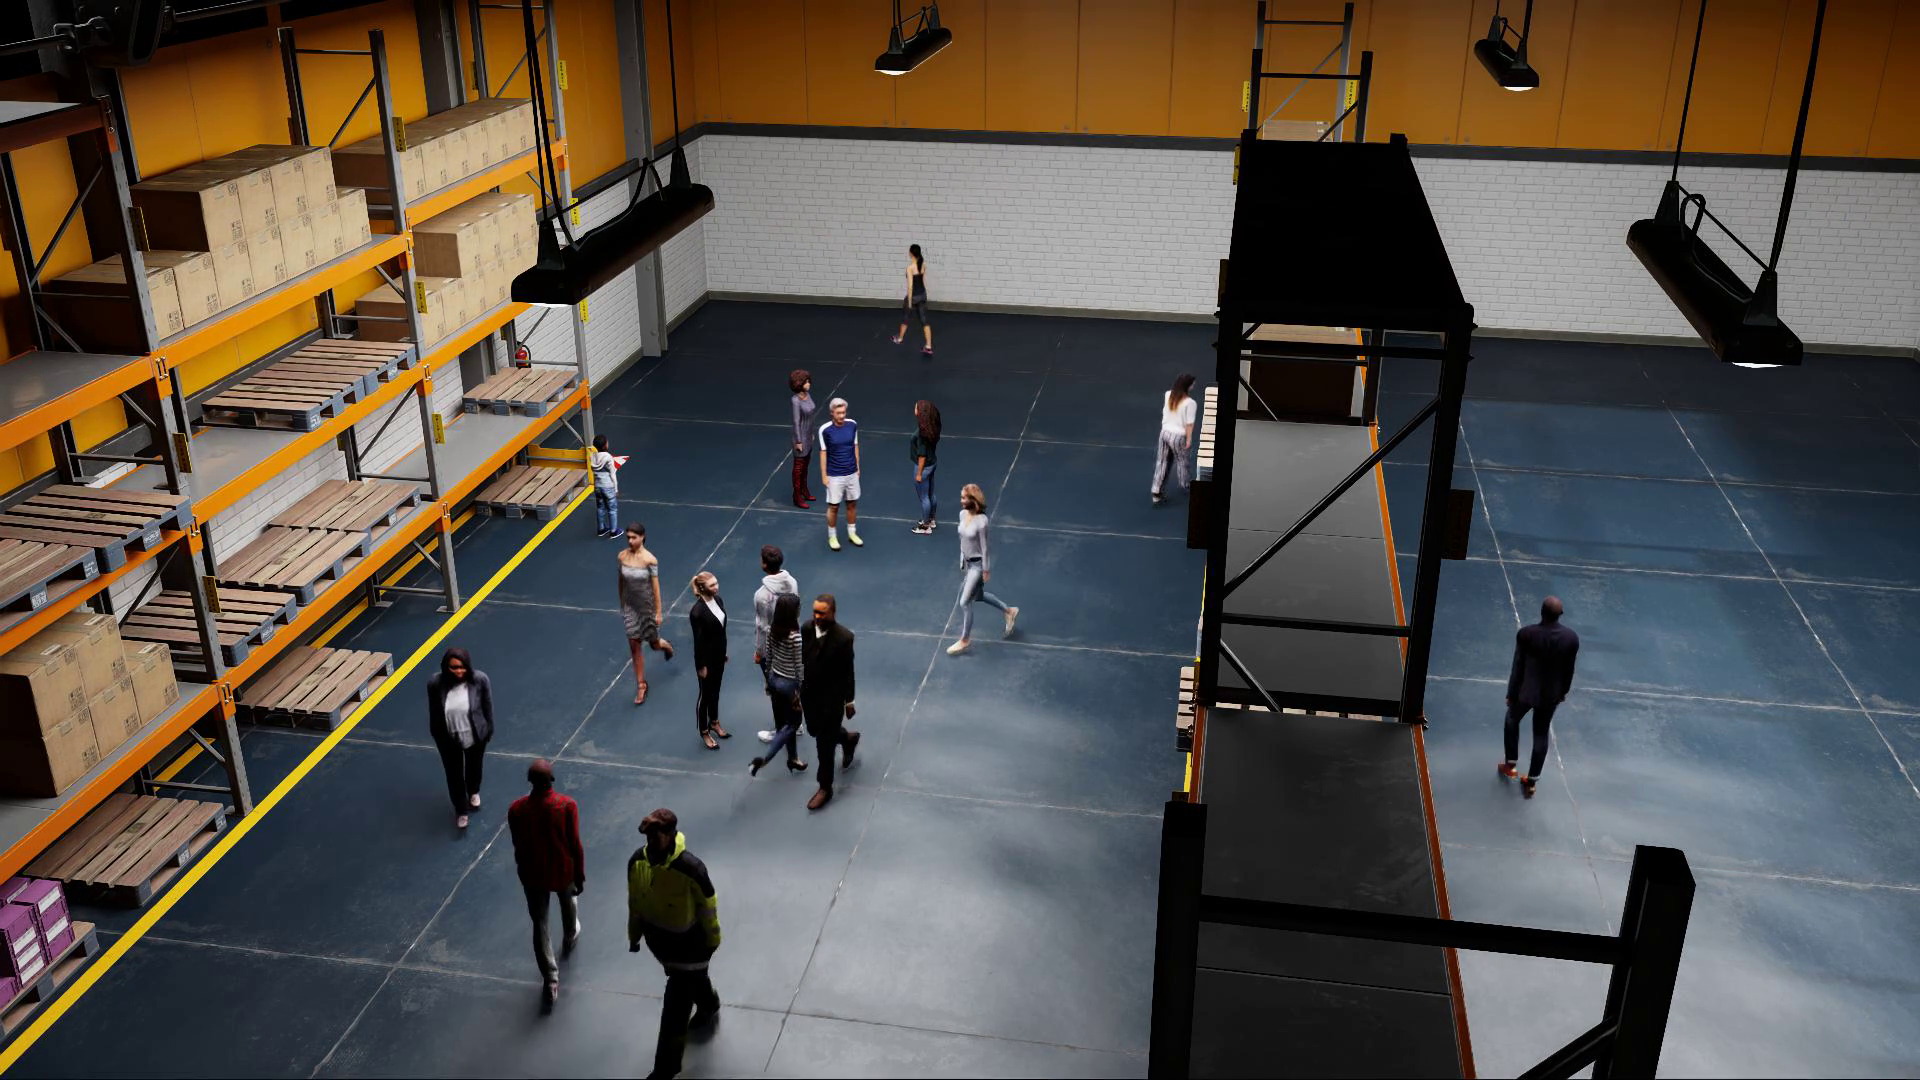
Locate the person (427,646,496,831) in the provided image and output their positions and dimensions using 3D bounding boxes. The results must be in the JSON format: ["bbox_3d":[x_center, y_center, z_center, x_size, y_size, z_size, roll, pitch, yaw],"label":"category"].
[{"bbox_3d":[-4.198,1.585,13.988,0.914,1.567,1.011,-8,25,-18],"label":"person"}]

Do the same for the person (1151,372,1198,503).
[{"bbox_3d":[2.589,-1.223,20.344,1.240,1.623,1.105,-22,32,-40],"label":"person"}]

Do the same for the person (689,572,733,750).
[{"bbox_3d":[-2.260,1.066,15.002,0.723,1.706,0.561,10,26,23],"label":"person"}]

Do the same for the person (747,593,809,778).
[{"bbox_3d":[-1.563,1.330,14.314,0.929,1.773,1.069,18,30,36],"label":"person"}]

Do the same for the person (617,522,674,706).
[{"bbox_3d":[-2.981,0.654,15.826,0.675,1.802,0.974,7,25,17],"label":"person"}]

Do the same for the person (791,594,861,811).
[{"bbox_3d":[-1.116,1.296,14.260,0.997,1.880,1.245,14,27,29],"label":"person"}]

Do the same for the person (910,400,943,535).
[{"bbox_3d":[-0.407,-0.868,19.539,0.706,1.617,0.591,9,25,19],"label":"person"}]

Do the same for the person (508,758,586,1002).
[{"bbox_3d":[-2.943,2.412,11.828,0.951,1.782,1.270,-4,24,-10],"label":"person"}]

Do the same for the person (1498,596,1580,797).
[{"bbox_3d":[4.941,1.365,14.199,0.759,1.803,0.742,2,24,4],"label":"person"}]

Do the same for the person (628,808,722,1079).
[{"bbox_3d":[-1.856,2.608,11.204,1.015,1.922,1.330,11,26,24],"label":"person"}]

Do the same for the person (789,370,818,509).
[{"bbox_3d":[-1.931,-1.252,20.300,0.670,1.710,0.499,8,25,18],"label":"person"}]

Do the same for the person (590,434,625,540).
[{"bbox_3d":[-4.154,-0.636,19.452,0.524,1.260,0.557,12,26,25],"label":"person"}]

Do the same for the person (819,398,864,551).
[{"bbox_3d":[-1.372,-0.787,19.086,0.729,1.831,0.773,-13,27,-28],"label":"person"}]

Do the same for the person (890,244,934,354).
[{"bbox_3d":[-0.612,-3.737,26.006,1.058,1.693,1.105,22,32,40],"label":"person"}]

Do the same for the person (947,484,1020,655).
[{"bbox_3d":[0.235,0.265,16.771,1.122,1.757,1.106,-14,27,-30],"label":"person"}]

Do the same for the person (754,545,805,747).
[{"bbox_3d":[-1.632,0.939,15.015,0.821,1.929,0.664,15,28,30],"label":"person"}]
